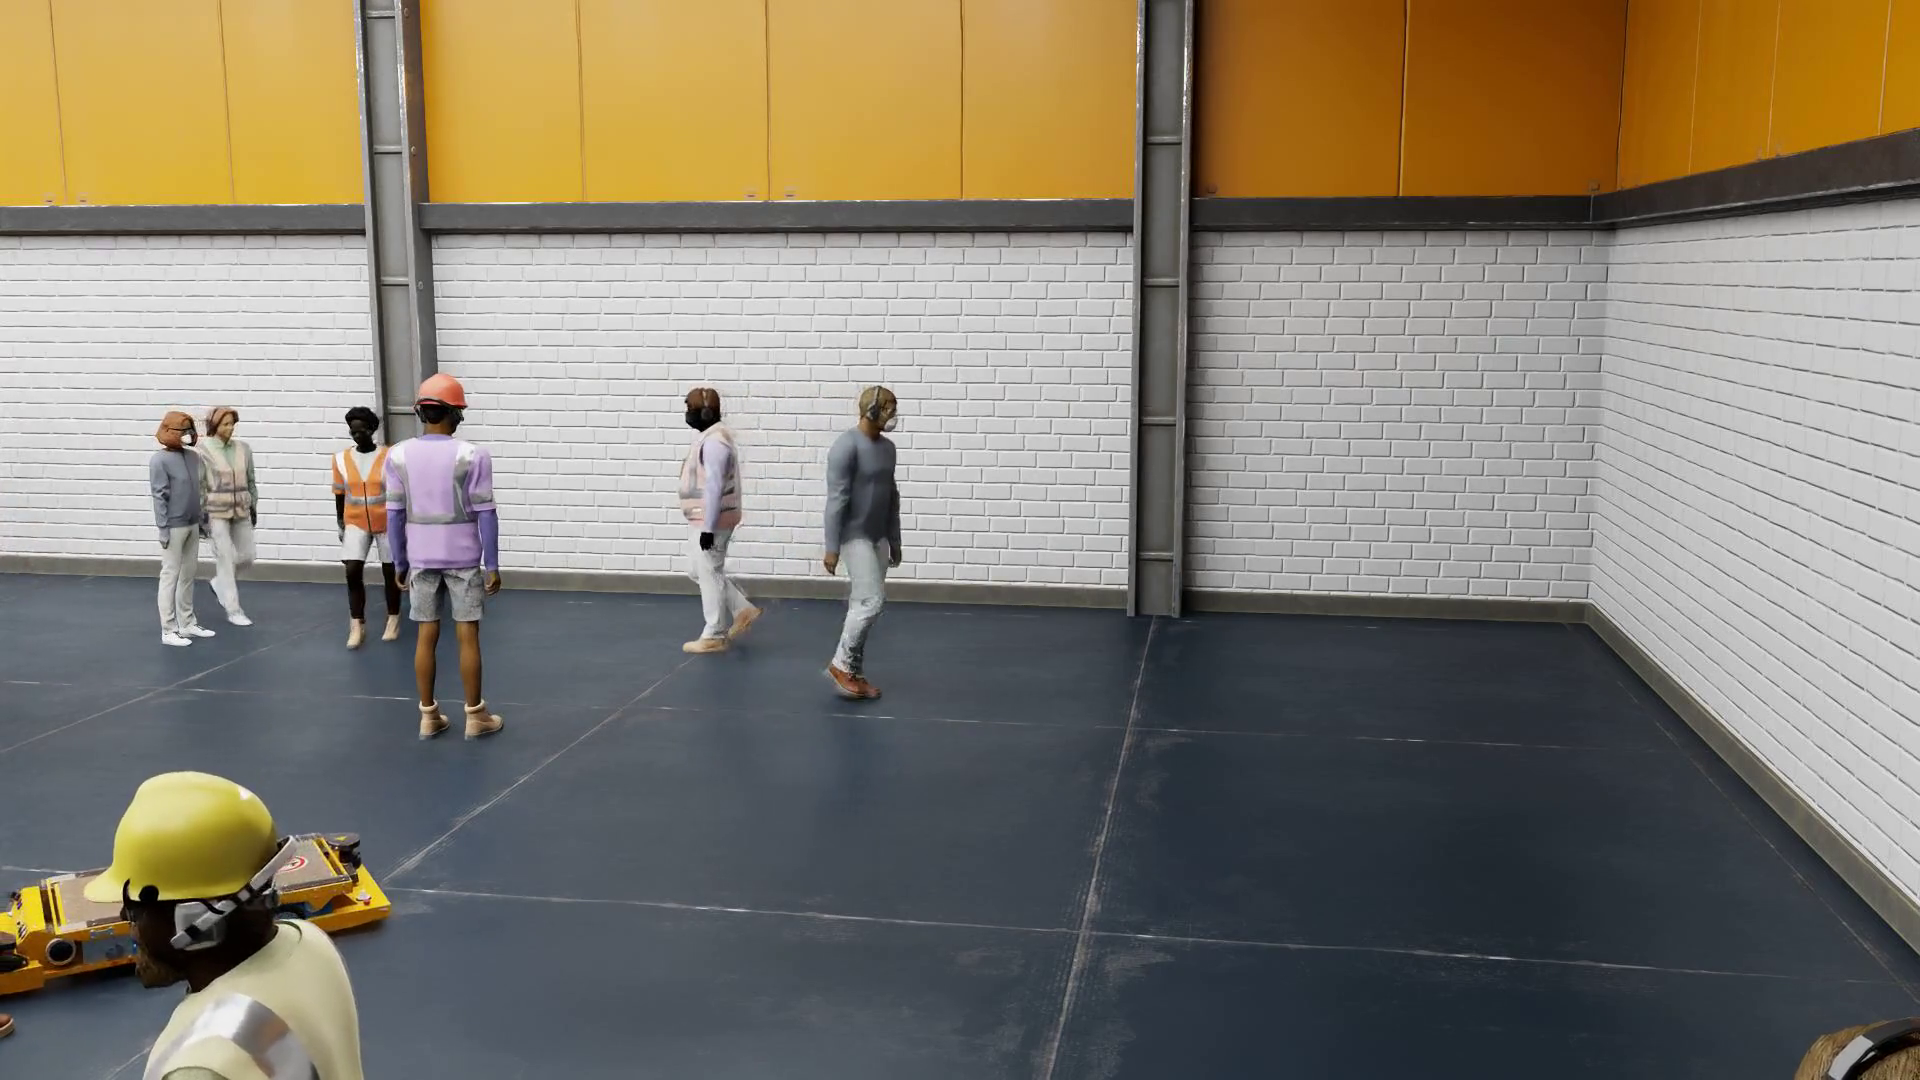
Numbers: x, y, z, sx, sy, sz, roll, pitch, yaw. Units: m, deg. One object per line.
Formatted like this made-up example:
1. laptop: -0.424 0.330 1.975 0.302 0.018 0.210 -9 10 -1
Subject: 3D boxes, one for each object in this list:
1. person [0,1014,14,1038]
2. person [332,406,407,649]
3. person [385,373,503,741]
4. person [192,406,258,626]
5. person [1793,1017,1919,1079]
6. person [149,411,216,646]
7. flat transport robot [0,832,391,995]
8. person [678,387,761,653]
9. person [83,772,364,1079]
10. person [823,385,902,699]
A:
1. person: -3.336 0.749 5.373 0.396 1.992 0.623 -3 10 -18
2. person: -4.063 -0.084 11.469 0.549 1.667 0.644 -1 9 -6
3. person: -2.848 0.097 9.248 0.615 2.038 0.395 1 9 5
4. person: -5.444 -0.186 12.280 0.559 1.624 0.530 6 11 32
5. person: 0.876 1.383 1.682 0.630 1.934 0.367 -2 10 -14
6. person: -5.448 -0.087 11.639 0.275 1.631 0.507 1 9 7
7. flat transport robot: -3.034 1.426 6.494 1.431 0.197 0.652 -6 11 -31
8. person: -1.675 -0.130 11.315 0.477 1.826 0.621 -2 9 -12
9. person: -1.170 1.263 2.744 0.403 1.823 0.595 -1 9 -8
10. person: -0.570 0.024 10.082 0.449 1.916 0.664 5 10 28
